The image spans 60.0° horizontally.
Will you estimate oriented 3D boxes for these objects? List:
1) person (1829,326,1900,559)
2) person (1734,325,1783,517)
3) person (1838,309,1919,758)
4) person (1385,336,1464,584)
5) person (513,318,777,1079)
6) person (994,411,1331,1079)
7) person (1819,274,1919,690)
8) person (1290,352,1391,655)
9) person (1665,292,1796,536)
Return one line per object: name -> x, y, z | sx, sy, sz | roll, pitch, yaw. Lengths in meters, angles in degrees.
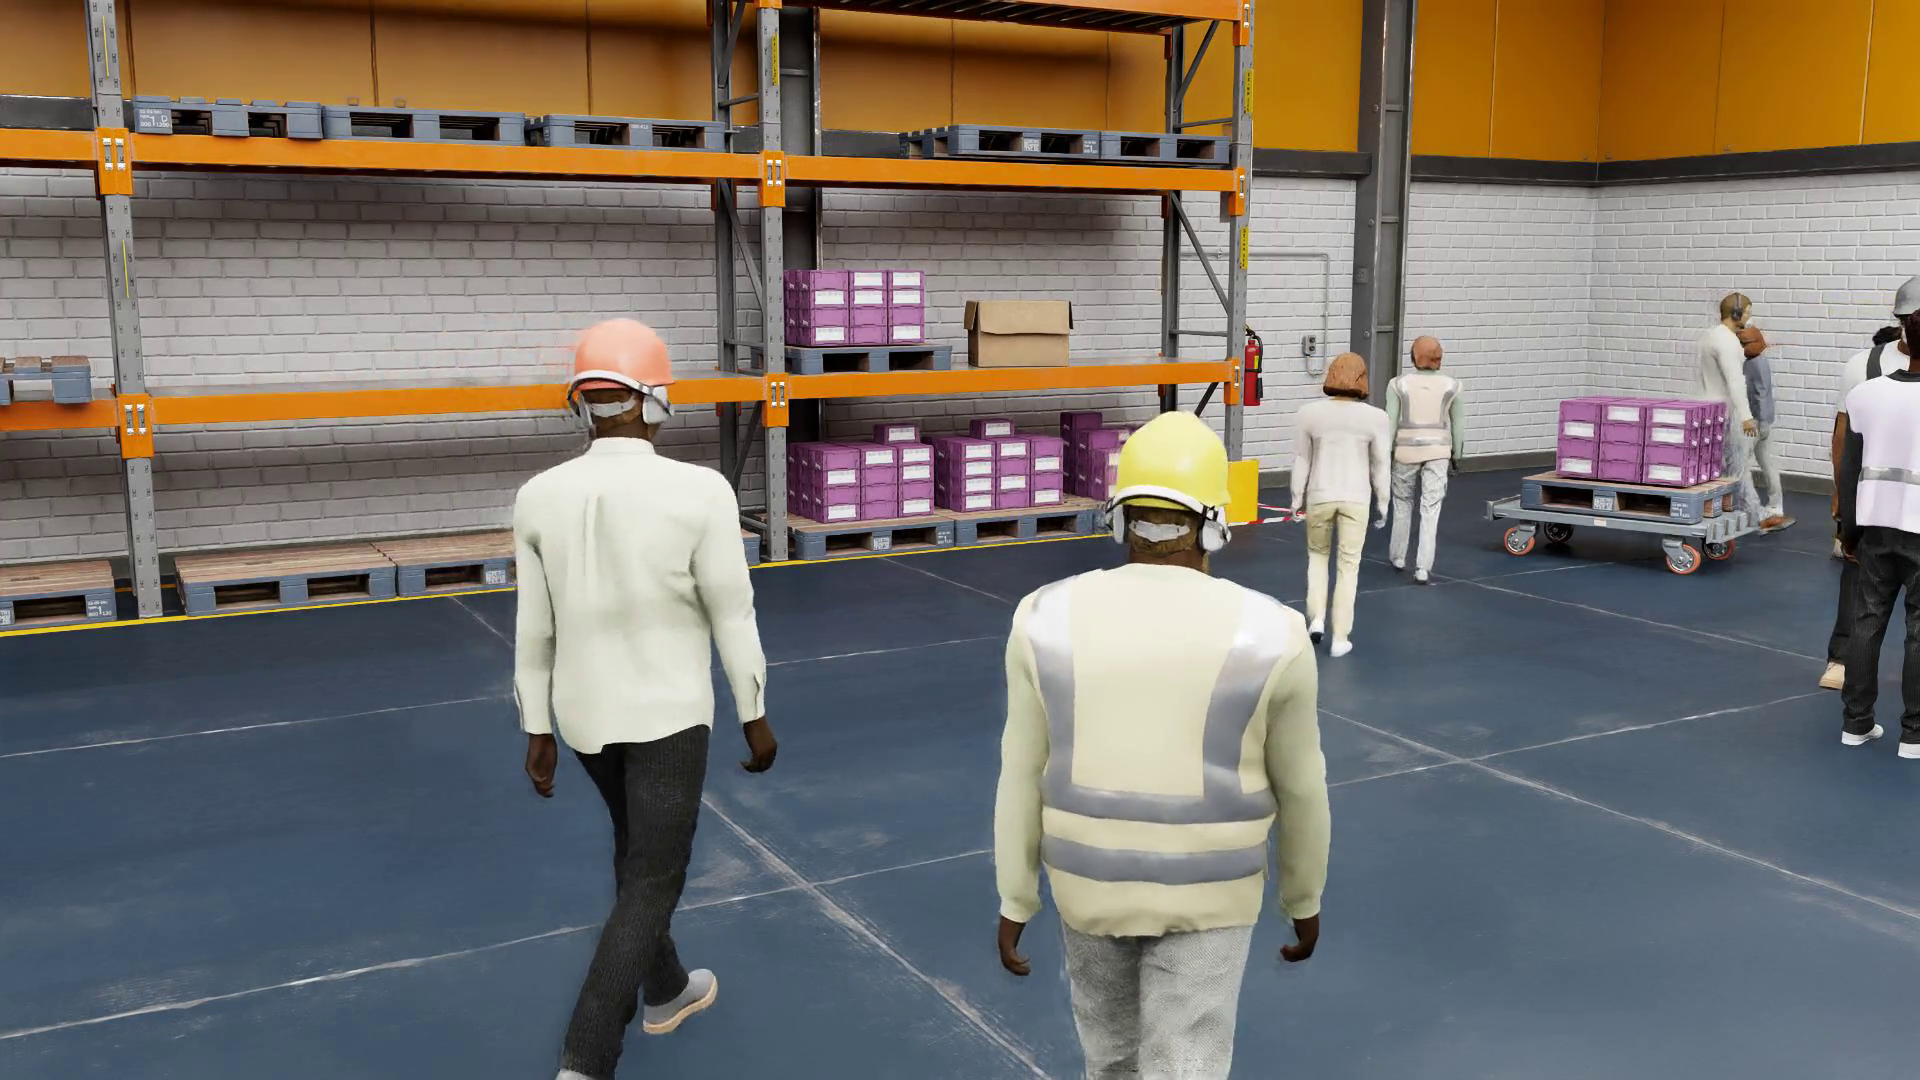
person -> 6.317, -0.637, 11.471 | 0.549, 1.667, 0.601 | 5, 11, 29
person -> 6.480, -0.955, 13.647 | 0.739, 1.596, 0.594 | 2, 9, 10
person -> 4.026, -0.035, 7.060 | 0.378, 1.917, 0.598 | -6, 11, -32
person -> 3.074, -0.549, 11.099 | 0.541, 1.603, 0.791 | 2, 9, 11
person -> -0.829, 0.435, 4.112 | 0.620, 1.958, 0.981 | 4, 10, 21
person -> 0.419, 0.645, 3.297 | 0.618, 1.789, 0.886 | 3, 10, 18
person -> 4.543, -0.249, 7.995 | 0.678, 2.000, 0.536 | 7, 12, 37
person -> 2.040, -0.191, 8.919 | 0.522, 1.618, 0.375 | 4, 10, 21
person -> 5.874, -0.960, 12.846 | 1.076, 1.886, 0.646 | 5, 10, 26
